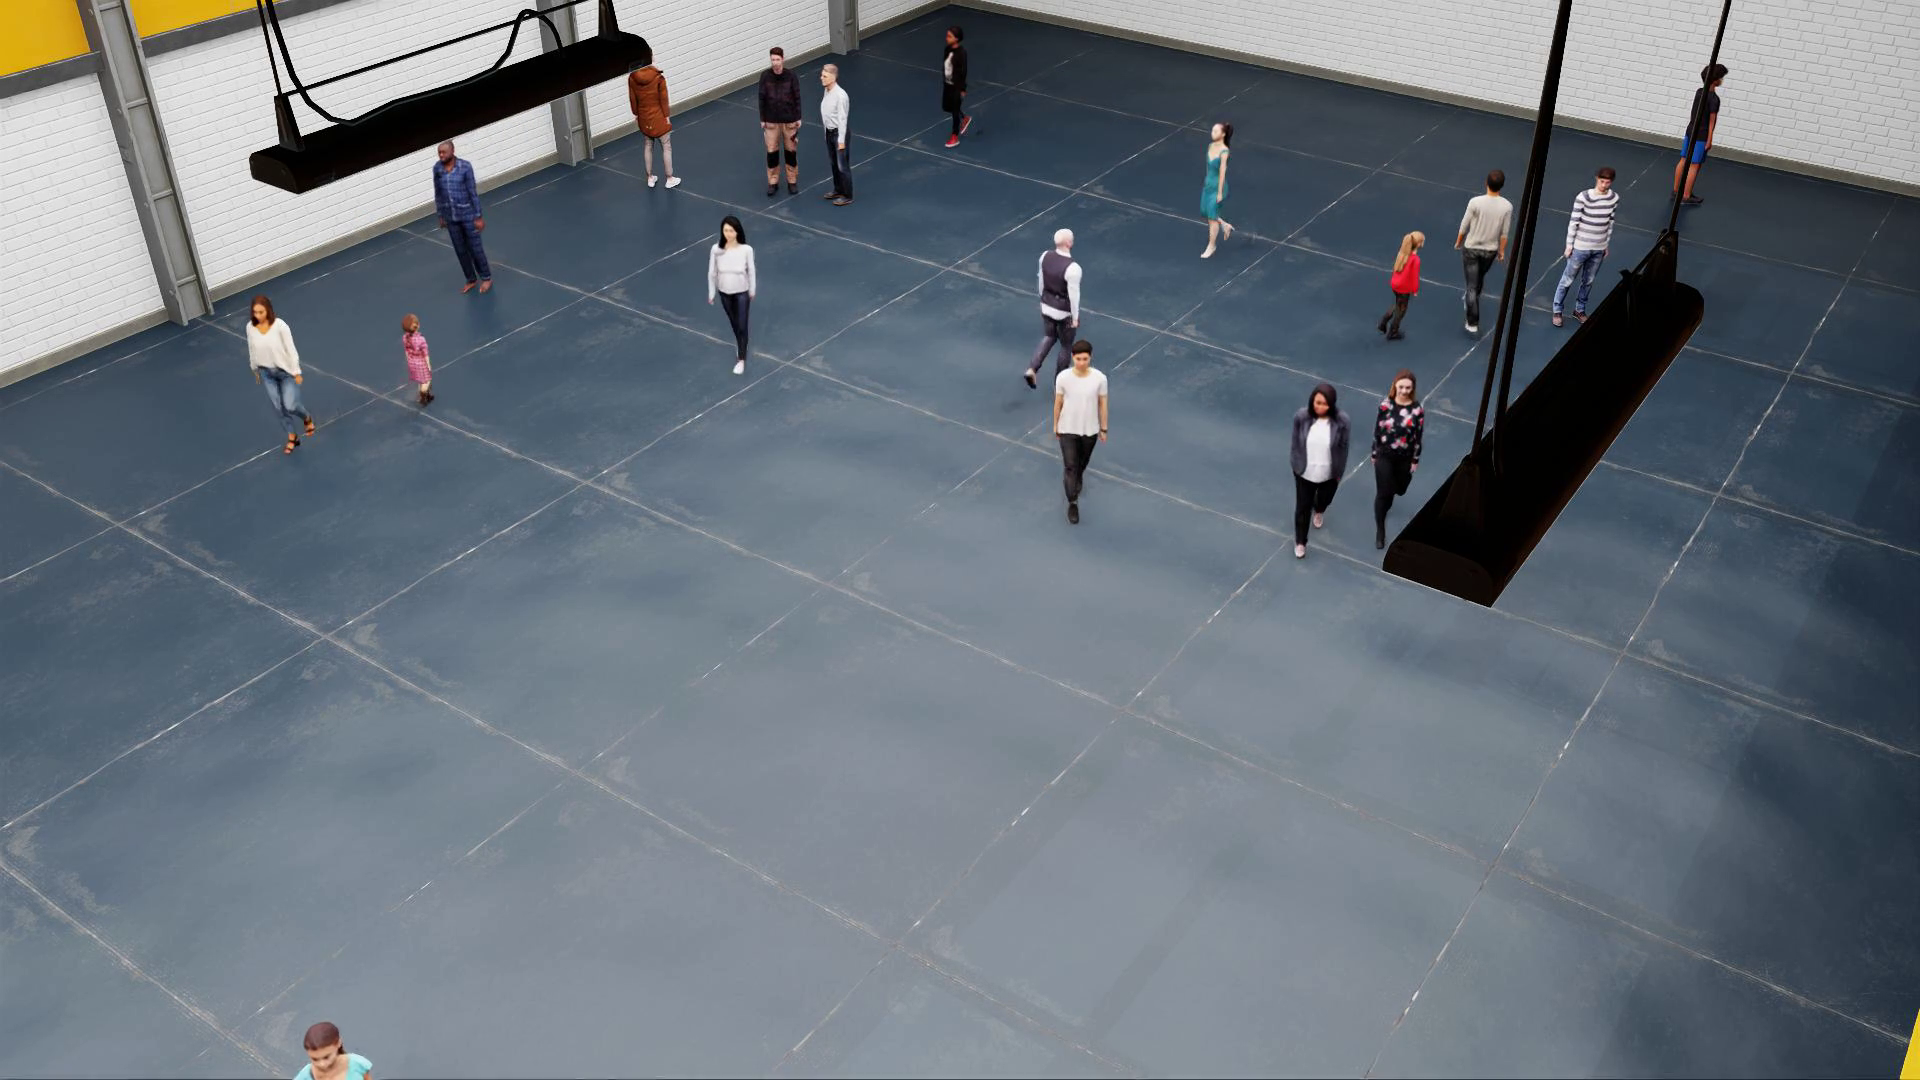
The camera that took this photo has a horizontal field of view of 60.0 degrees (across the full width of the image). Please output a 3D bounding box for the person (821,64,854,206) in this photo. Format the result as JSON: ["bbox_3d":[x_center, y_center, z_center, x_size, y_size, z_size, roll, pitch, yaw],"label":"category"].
[{"bbox_3d":[-1.571,-5.212,21.313,0.689,1.818,0.711,-21,39,-28],"label":"person"}]

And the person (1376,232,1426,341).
[{"bbox_3d":[4.774,-2.747,18.097,0.705,1.270,0.645,-12,35,-17],"label":"person"}]

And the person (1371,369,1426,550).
[{"bbox_3d":[3.878,-0.781,14.785,0.846,1.663,1.078,6,34,9],"label":"person"}]

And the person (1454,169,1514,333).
[{"bbox_3d":[5.713,-3.133,18.225,1.035,1.773,1.258,3,34,5],"label":"person"}]

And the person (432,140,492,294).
[{"bbox_3d":[-5.697,-3.731,19.081,0.783,1.822,0.752,7,34,10],"label":"person"}]

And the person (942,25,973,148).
[{"bbox_3d":[-0.020,-6.334,23.142,0.667,1.660,0.853,28,43,35],"label":"person"}]

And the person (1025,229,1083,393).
[{"bbox_3d":[0.944,-2.286,16.921,0.776,1.807,0.971,29,43,36],"label":"person"}]

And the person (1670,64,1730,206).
[{"bbox_3d":[9.480,-5.214,21.338,0.744,1.794,0.695,-7,34,-11],"label":"person"}]

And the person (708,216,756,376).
[{"bbox_3d":[-2.375,-2.645,17.594,0.945,1.658,1.148,3,34,5],"label":"person"}]

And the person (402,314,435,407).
[{"bbox_3d":[-5.529,-1.809,16.916,0.527,1.018,0.616,7,34,11],"label":"person"}]

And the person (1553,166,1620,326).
[{"bbox_3d":[6.929,-3.258,18.346,0.725,1.846,0.763,-3,34,-5],"label":"person"}]

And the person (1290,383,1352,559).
[{"bbox_3d":[3.180,-0.675,14.702,0.927,1.578,1.126,5,34,8],"label":"person"}]

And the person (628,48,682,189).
[{"bbox_3d":[-4.014,-5.519,21.756,0.789,1.838,0.791,10,35,14],"label":"person"}]

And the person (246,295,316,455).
[{"bbox_3d":[-6.539,-1.645,16.083,0.778,1.665,0.825,6,34,8],"label":"person"}]

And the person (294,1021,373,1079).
[{"bbox_3d":[-3.314,3.130,9.006,0.675,1.548,0.736,-7,34,-10],"label":"person"}]

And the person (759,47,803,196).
[{"bbox_3d":[-2.317,-5.432,21.548,0.786,1.924,0.826,-3,34,-5],"label":"person"}]

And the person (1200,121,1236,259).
[{"bbox_3d":[3.123,-4.193,19.906,0.828,1.676,0.735,-15,37,-22],"label":"person"}]

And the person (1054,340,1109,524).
[{"bbox_3d":[1.095,-1.075,15.207,1.020,1.686,1.169,0,34,0],"label":"person"}]
